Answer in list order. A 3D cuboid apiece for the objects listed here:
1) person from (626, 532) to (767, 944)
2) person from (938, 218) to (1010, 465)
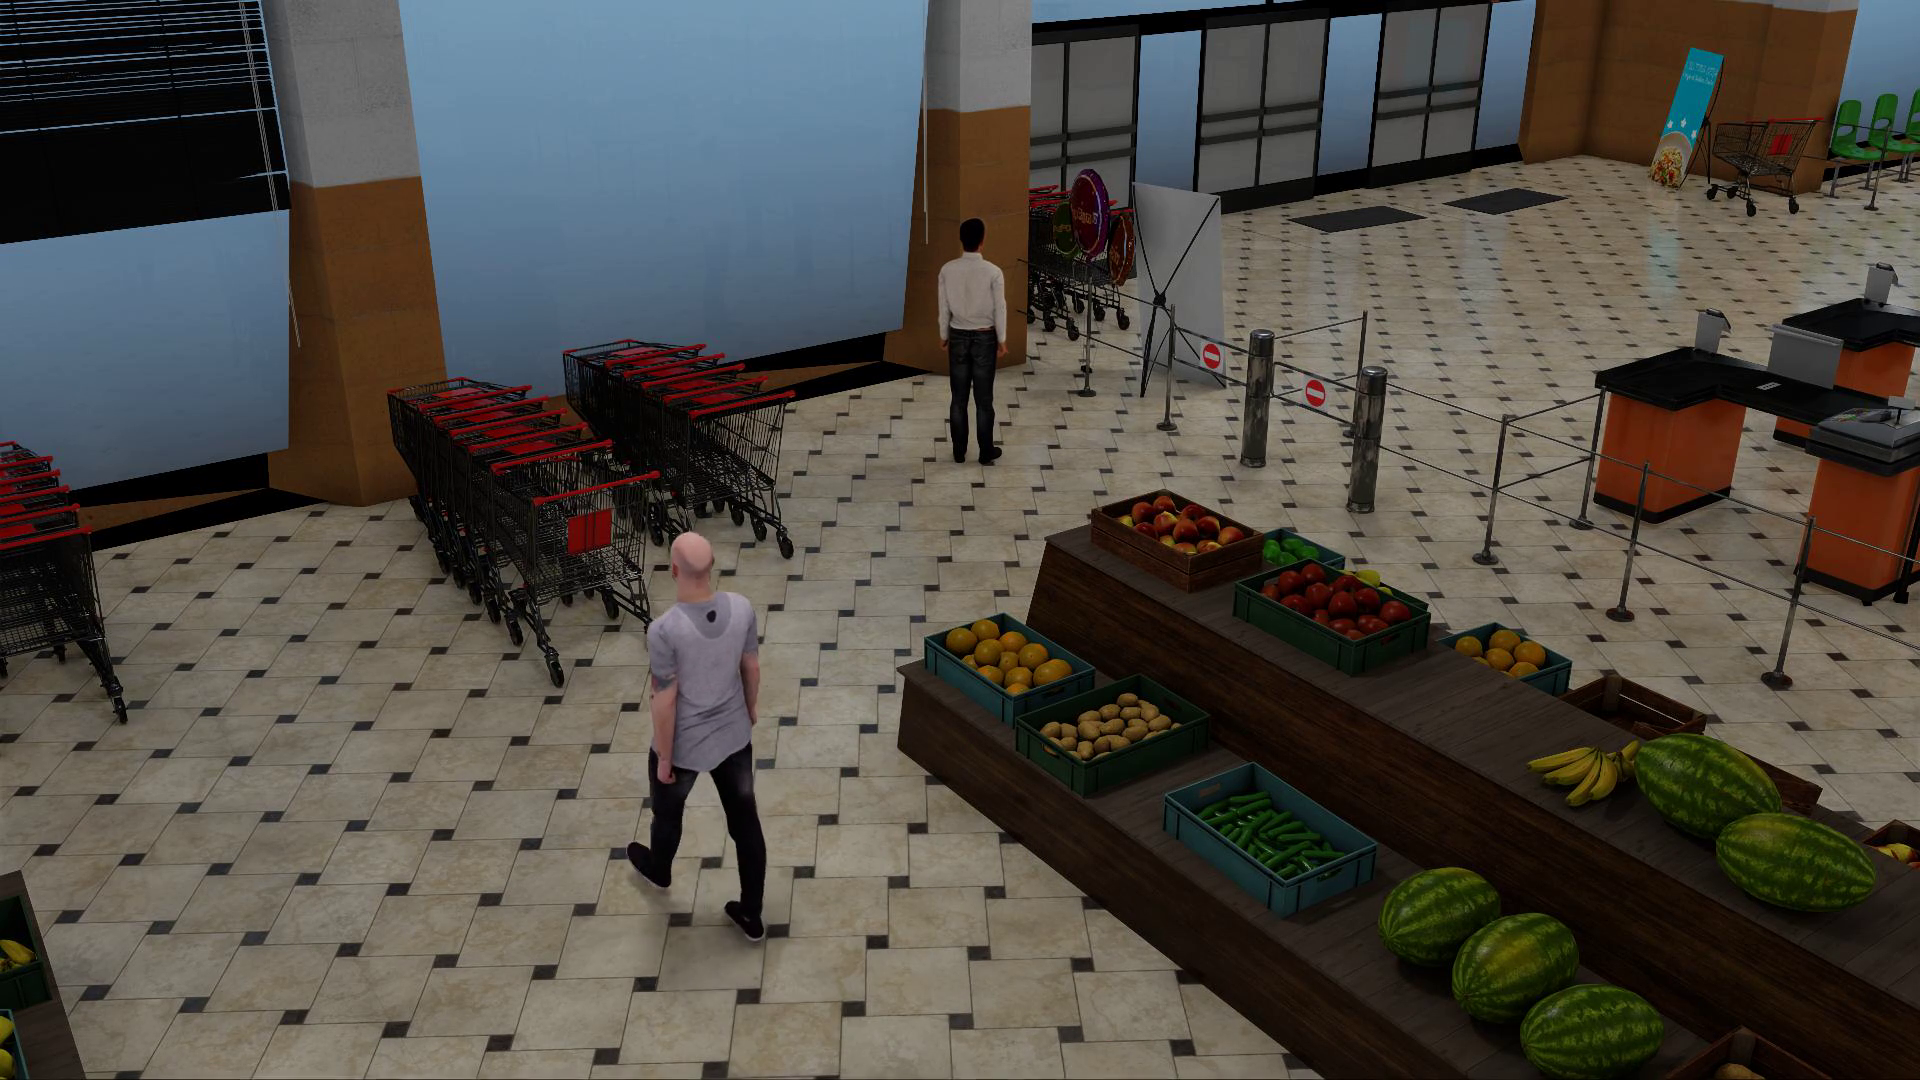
[{"bbox_3d":[-1.007,0.867,6.860,0.707,1.804,1.038,-16,28,-33],"label":"person"},{"bbox_3d":[0.090,-1.443,12.131,0.720,1.812,0.801,6,24,14],"label":"person"}]
